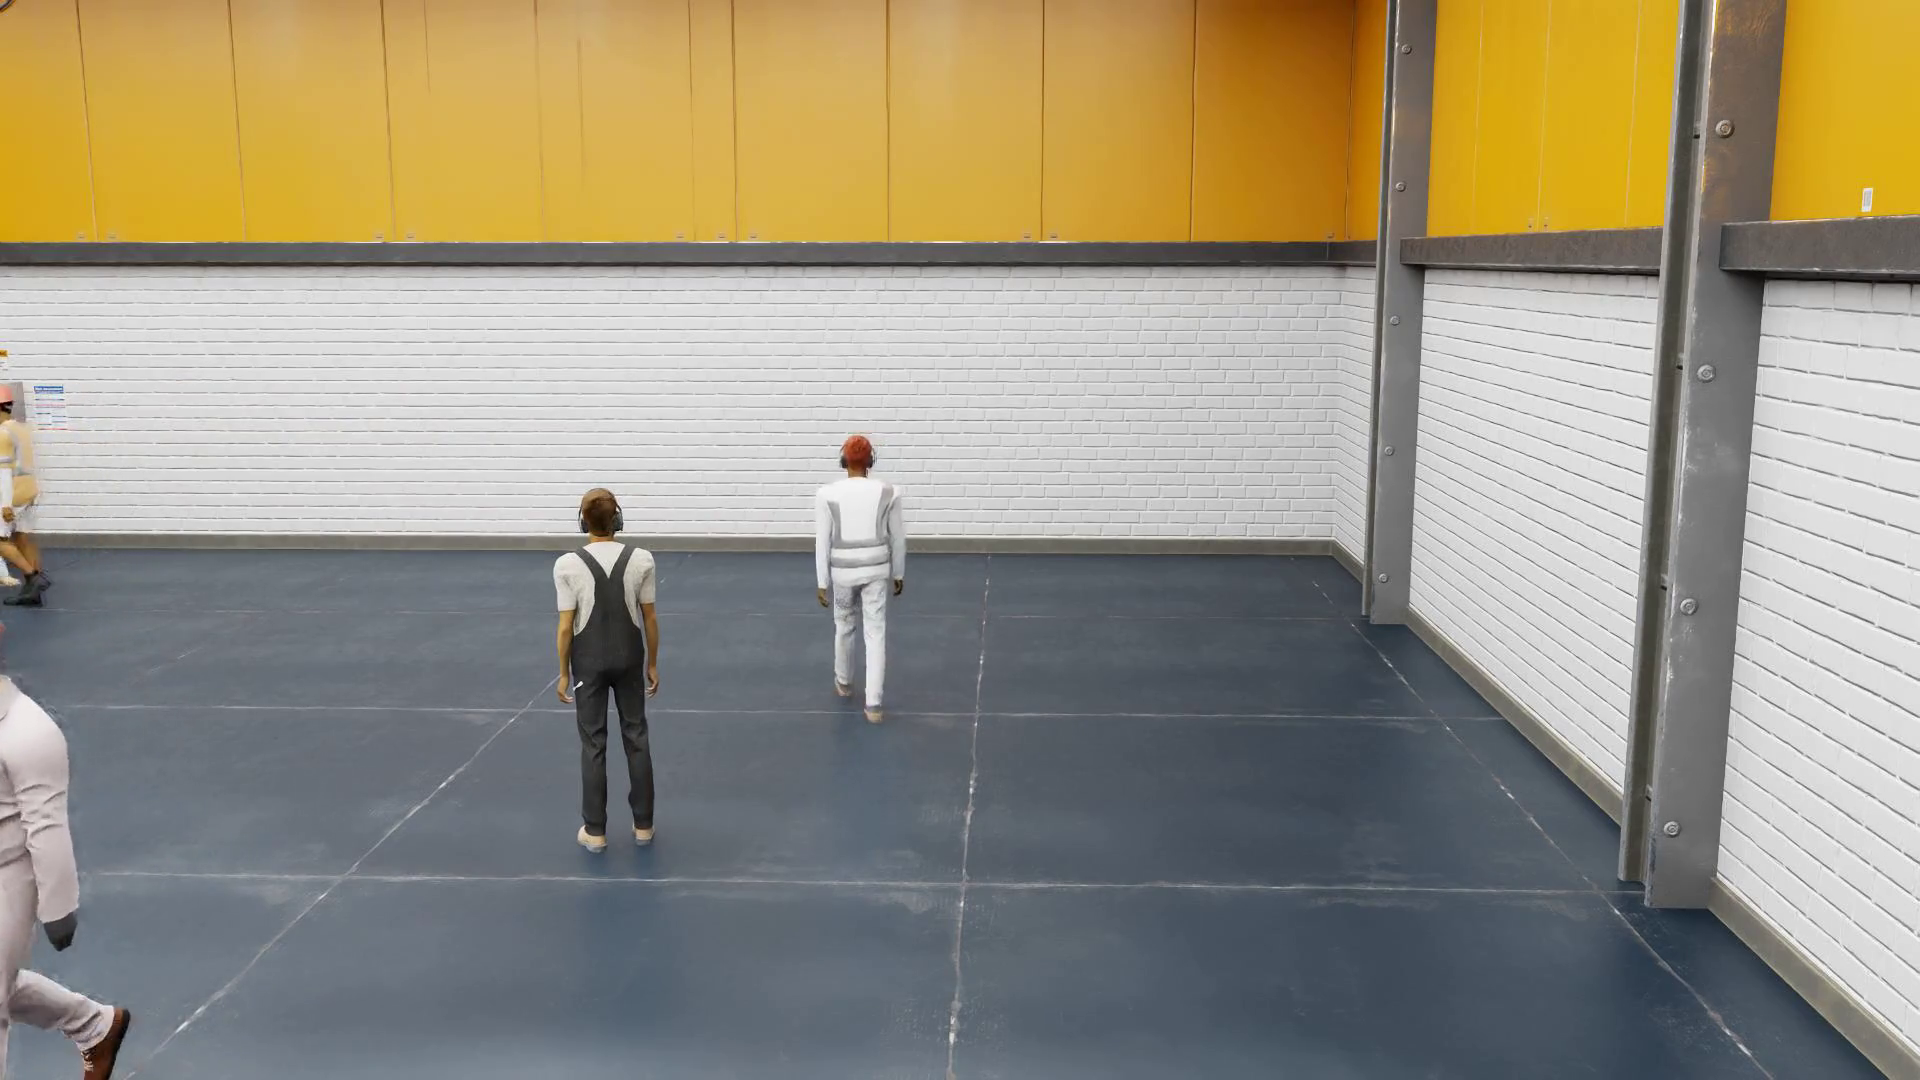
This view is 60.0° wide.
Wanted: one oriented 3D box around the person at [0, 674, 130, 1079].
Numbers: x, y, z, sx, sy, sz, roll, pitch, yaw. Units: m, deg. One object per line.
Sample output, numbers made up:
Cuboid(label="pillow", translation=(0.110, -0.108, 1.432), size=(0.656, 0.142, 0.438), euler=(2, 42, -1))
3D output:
Cuboid(label="person", translation=(-3.184, 1.132, 5.505), size=(0.645, 1.883, 0.866), euler=(5, 11, 27))

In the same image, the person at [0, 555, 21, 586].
Cuboid(label="person", translation=(-9.055, -0.464, 15.057), size=(0.869, 1.812, 0.627), euler=(2, 10, 13))

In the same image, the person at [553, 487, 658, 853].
Cuboid(label="person", translation=(-1.776, 0.653, 8.394), size=(0.508, 1.842, 0.336), euler=(-4, 10, -22))

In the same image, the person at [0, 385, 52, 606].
Cuboid(label="person", translation=(-8.090, -0.370, 14.163), size=(0.408, 1.916, 0.553), euler=(-2, 10, -12))

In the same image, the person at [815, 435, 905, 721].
Cuboid(label="person", translation=(-0.657, 0.218, 10.991), size=(0.590, 1.828, 0.962), euler=(-1, 10, -5))
